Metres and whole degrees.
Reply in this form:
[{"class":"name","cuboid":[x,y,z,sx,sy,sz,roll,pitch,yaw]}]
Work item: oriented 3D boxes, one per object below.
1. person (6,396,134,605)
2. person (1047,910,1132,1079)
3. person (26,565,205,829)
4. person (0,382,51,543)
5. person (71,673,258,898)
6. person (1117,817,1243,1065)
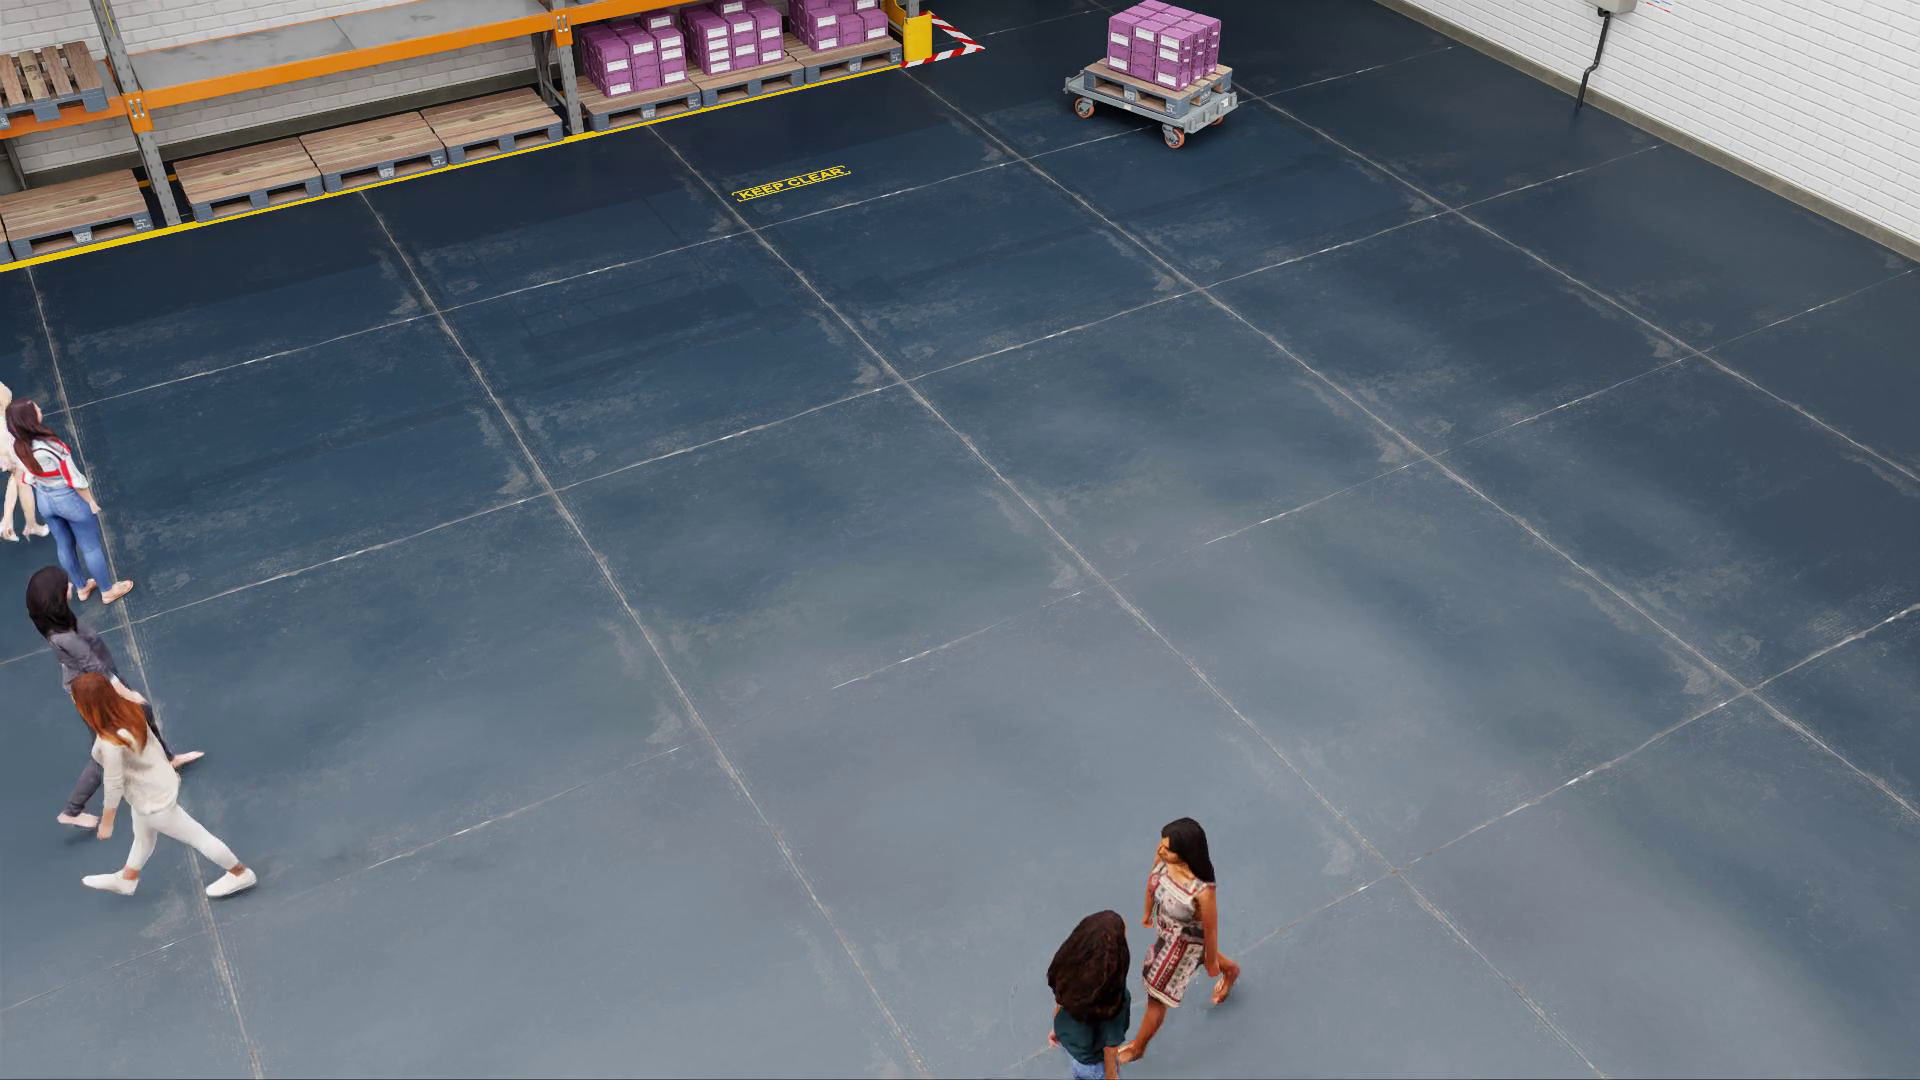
[{"class":"person","cuboid":[-5.962,-0.259,11.040,0.643,1.613,0.708,9,39,11]},{"class":"person","cuboid":[0.554,2.382,7.746,0.787,1.597,0.603,-19,42,-22]},{"class":"person","cuboid":[-4.989,0.936,9.457,1.154,1.722,0.765,-30,47,-32]},{"class":"person","cuboid":[-6.617,-0.613,11.404,0.784,1.713,0.847,14,41,17]},{"class":"person","cuboid":[-4.253,1.358,8.972,1.163,1.667,0.765,-11,40,-13]},{"class":"person","cuboid":[1.192,1.924,8.312,1.144,1.606,0.659,-21,43,-24]}]
